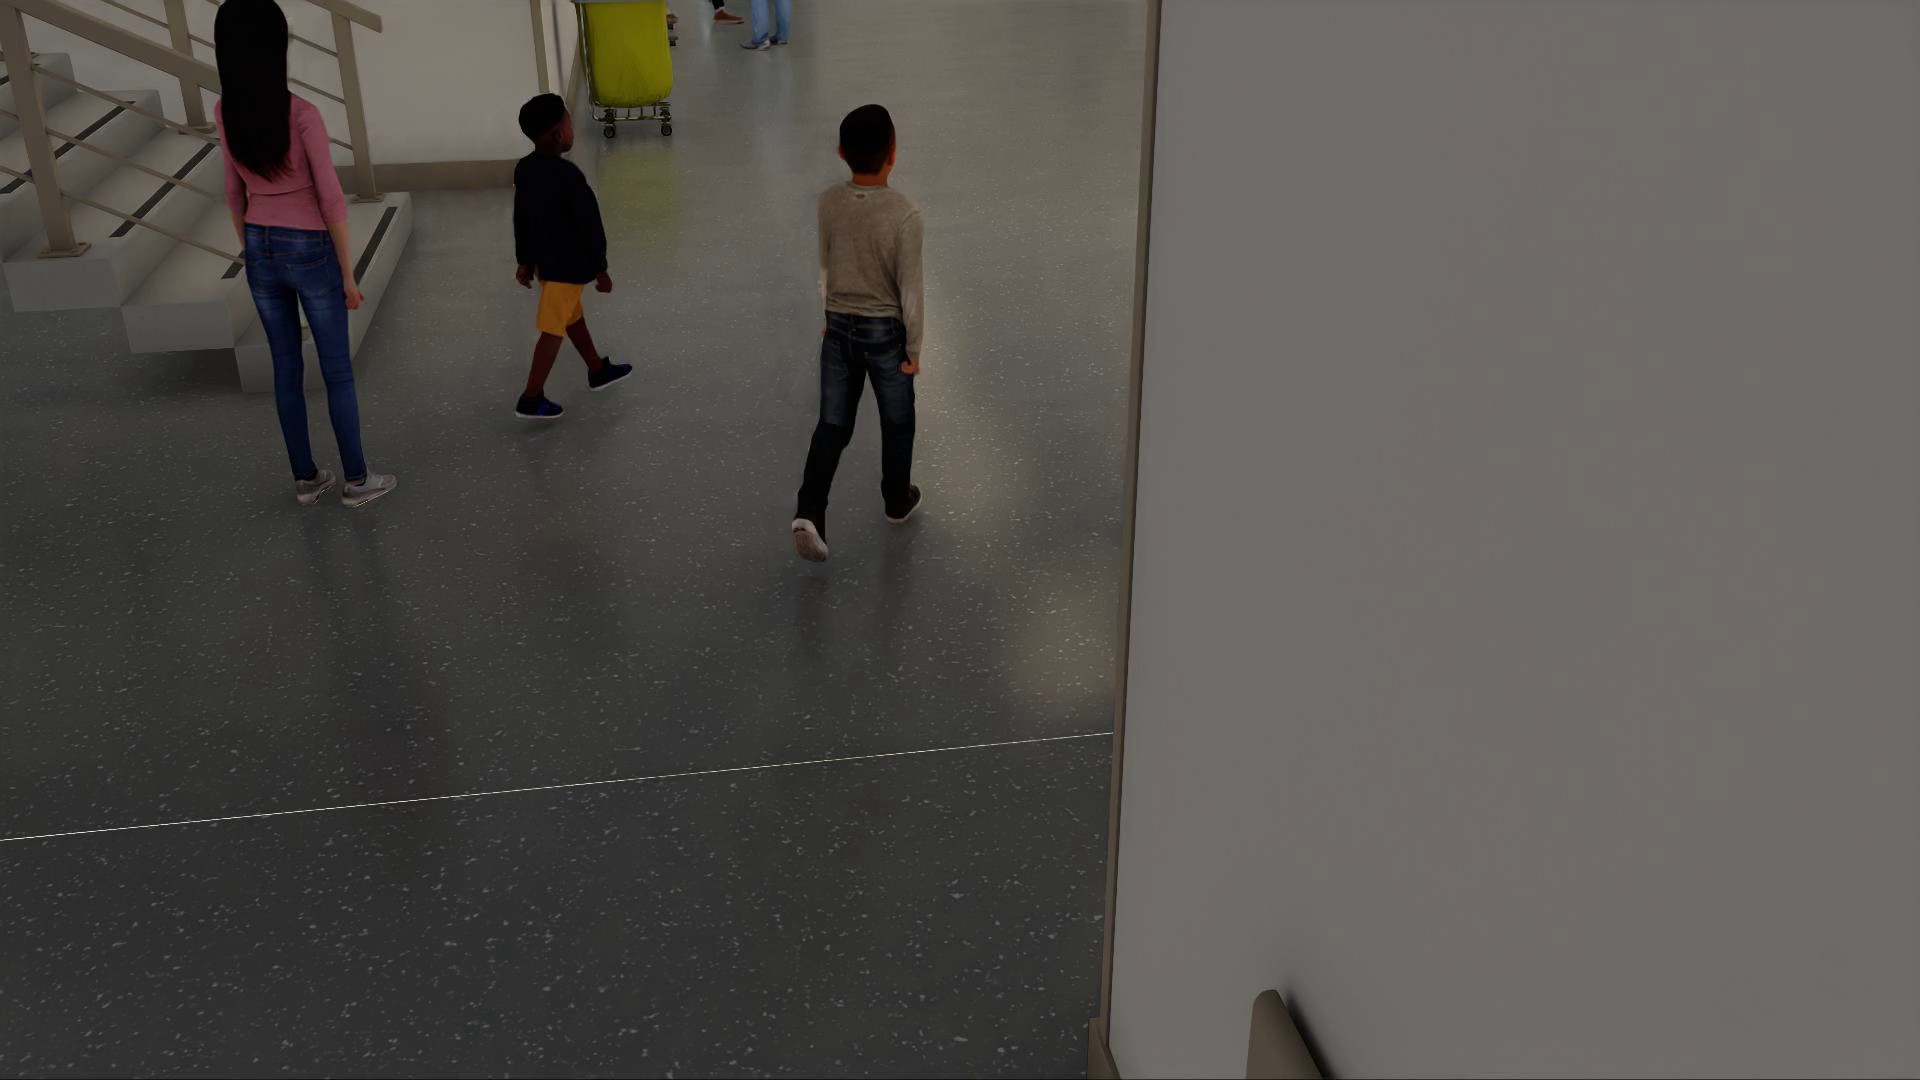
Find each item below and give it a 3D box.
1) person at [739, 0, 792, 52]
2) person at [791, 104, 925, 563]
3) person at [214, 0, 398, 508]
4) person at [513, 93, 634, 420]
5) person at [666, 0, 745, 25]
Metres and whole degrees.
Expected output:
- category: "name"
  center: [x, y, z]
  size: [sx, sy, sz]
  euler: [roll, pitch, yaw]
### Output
- category: "person"
  center: [-1.704, -5.196, 14.324]
  size: [0.820, 1.862, 0.723]
  euler: [22, 34, 38]
- category: "person"
  center: [-0.337, -0.627, 5.332]
  size: [0.991, 1.442, 0.923]
  euler: [9, 27, 17]
- category: "person"
  center: [-2.276, -0.955, 5.666]
  size: [0.563, 1.742, 0.691]
  euler: [5, 26, 11]
- category: "person"
  center: [-1.609, -1.066, 6.474]
  size: [0.877, 1.240, 0.942]
  euler: [18, 31, 32]
- category: "person"
  center: [-2.576, -5.660, 15.388]
  size: [1.230, 1.773, 1.070]
  euler: [12, 28, 23]
